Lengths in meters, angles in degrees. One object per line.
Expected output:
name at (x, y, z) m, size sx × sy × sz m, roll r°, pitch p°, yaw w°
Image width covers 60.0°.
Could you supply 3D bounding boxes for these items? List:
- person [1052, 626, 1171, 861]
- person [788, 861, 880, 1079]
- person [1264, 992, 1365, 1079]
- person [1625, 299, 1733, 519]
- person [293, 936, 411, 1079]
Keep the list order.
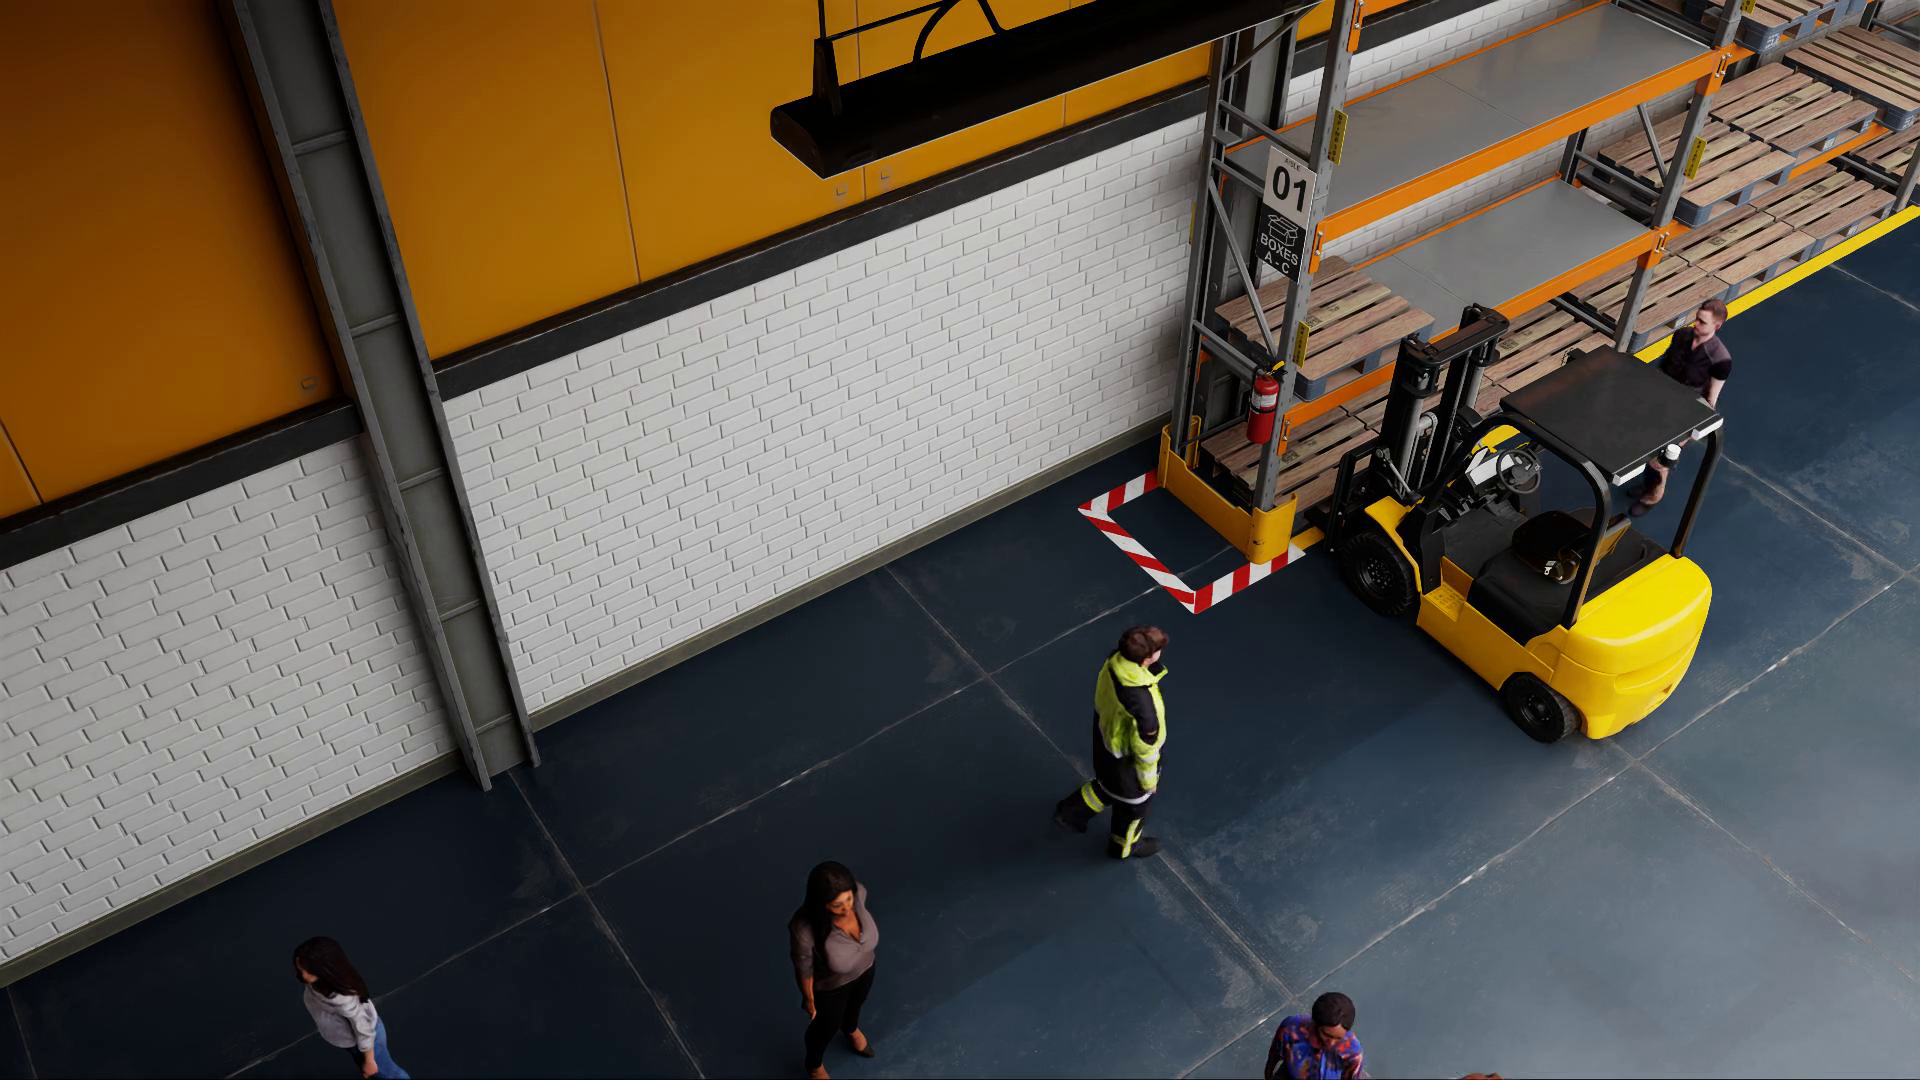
person at (0.882, 1.203, 9.530) m, size 1.048 × 1.969 × 0.963 m, roll -8°, pitch 44°, yaw -8°
person at (-0.641, 2.226, 8.550) m, size 0.769 × 1.840 × 0.616 m, roll 31°, pitch 52°, yaw 28°
person at (1.725, 2.661, 8.202) m, size 1.043 × 1.690 × 1.177 m, roll 14°, pitch 45°, yaw 14°
person at (5.234, -0.968, 11.913) m, size 0.777 × 1.826 × 0.772 m, roll -13°, pitch 45°, yaw -14°
person at (-3.050, 2.483, 8.432) m, size 0.538 × 1.631 × 0.620 m, roll -31°, pitch 52°, yaw -29°
